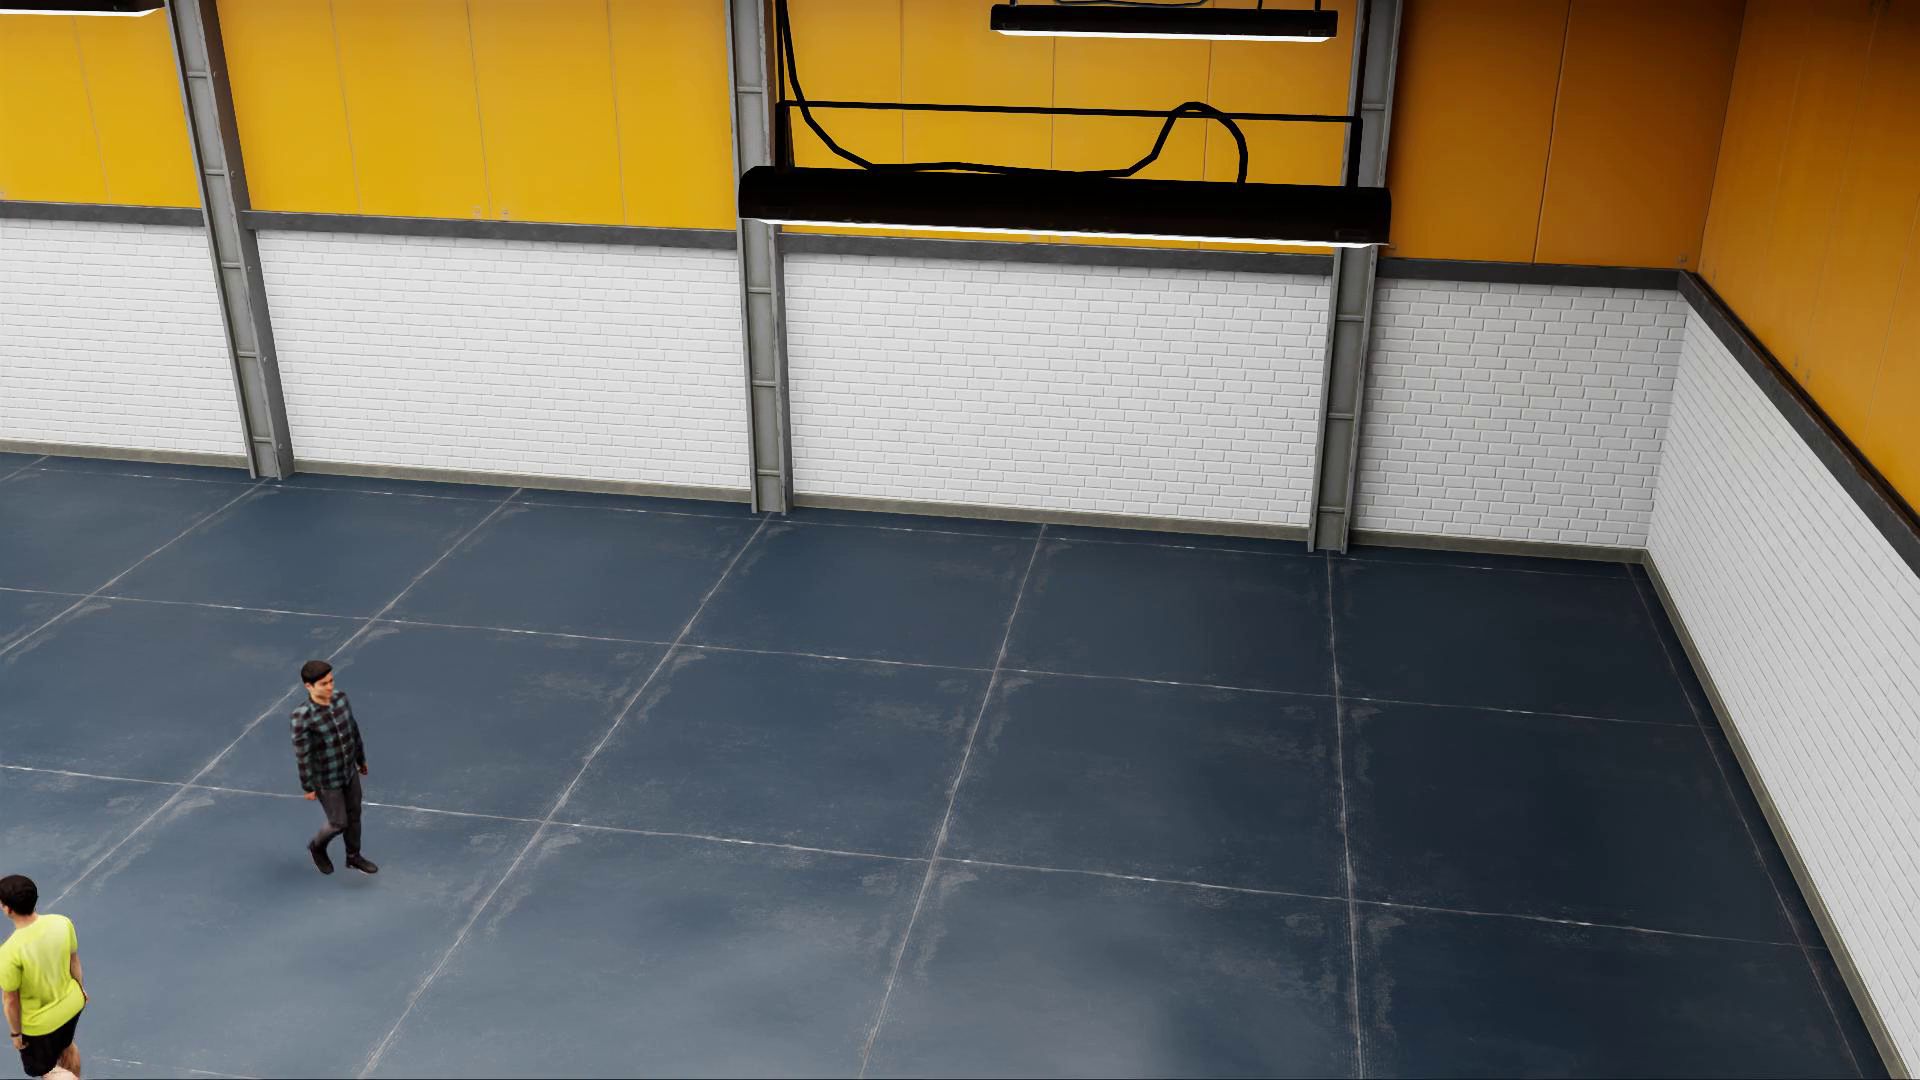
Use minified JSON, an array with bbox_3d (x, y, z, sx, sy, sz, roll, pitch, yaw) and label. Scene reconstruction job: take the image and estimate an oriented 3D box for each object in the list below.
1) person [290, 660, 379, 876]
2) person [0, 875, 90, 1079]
[{"bbox_3d":[-4.410,1.577,11.592,0.764,1.704,0.758,10,25,21],"label":"person"},{"bbox_3d":[-5.086,2.657,9.382,1.003,1.687,0.755,10,25,21],"label":"person"}]
